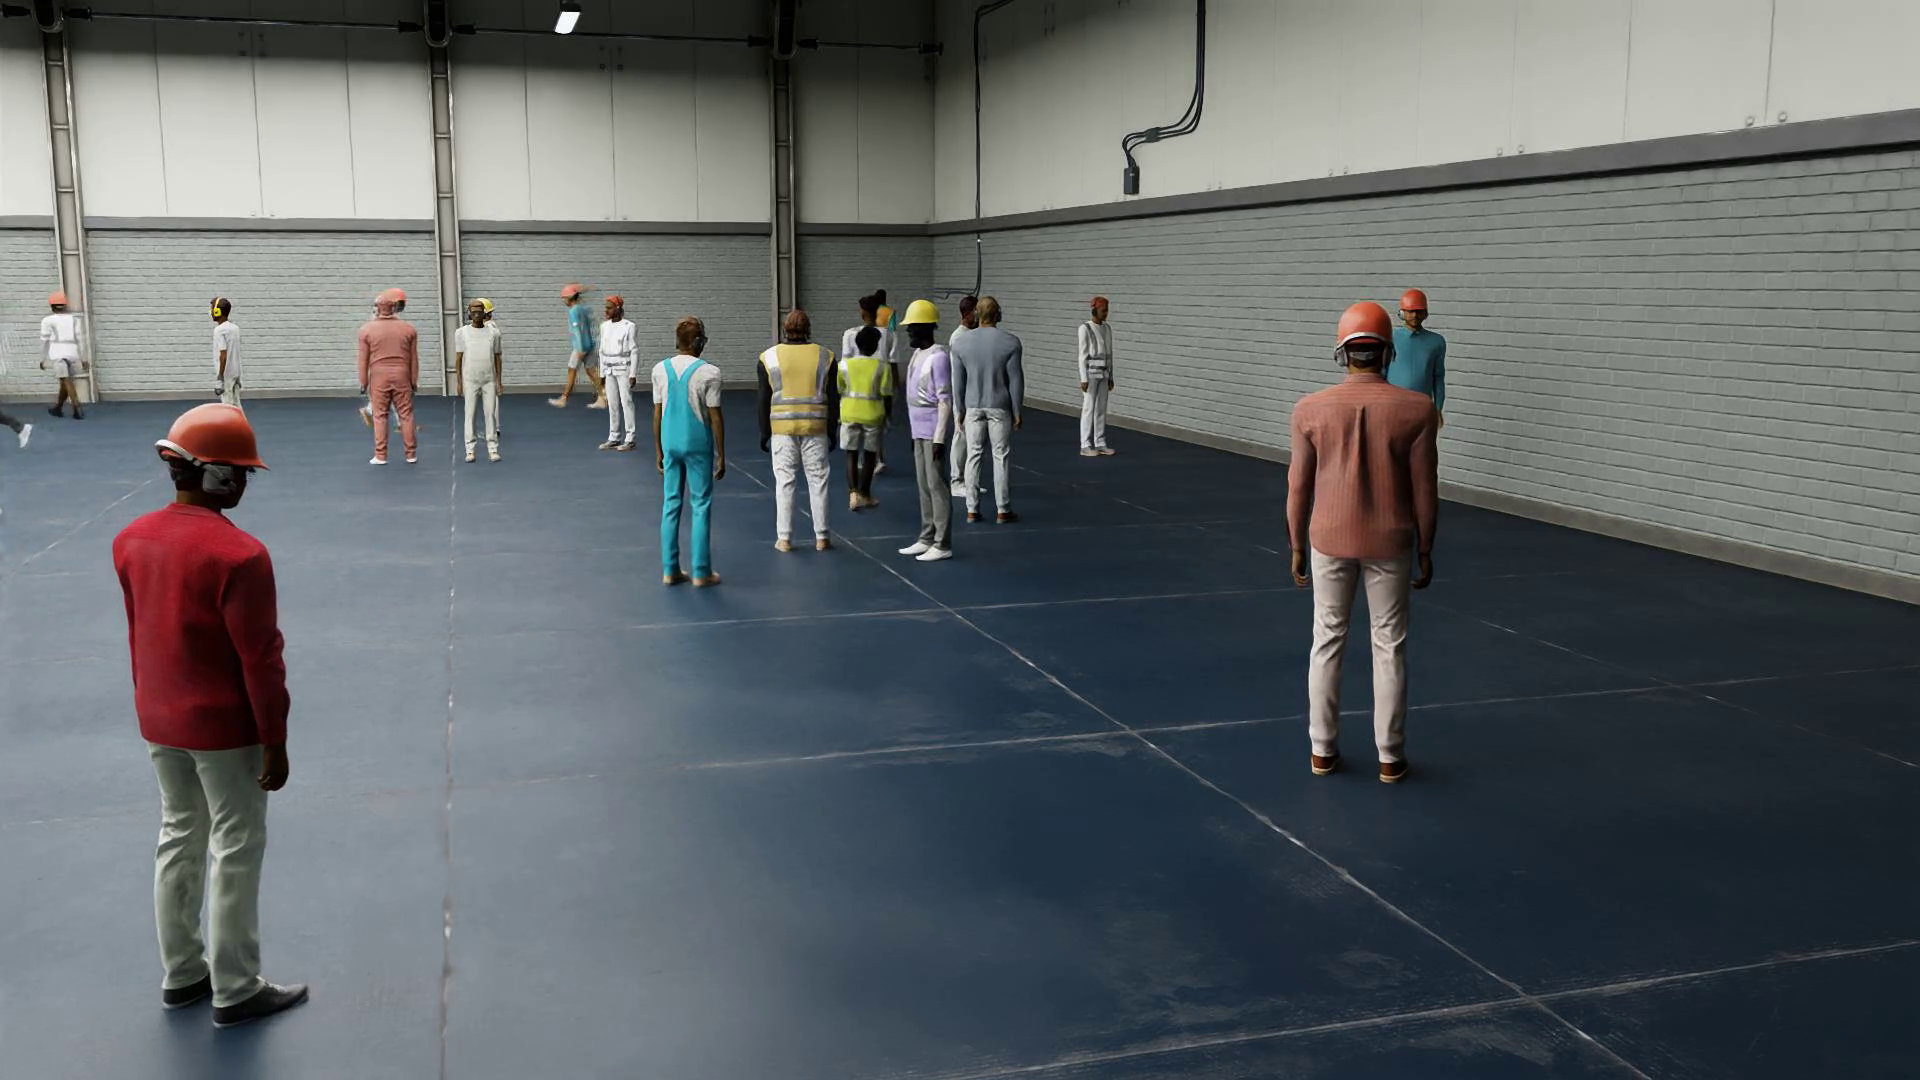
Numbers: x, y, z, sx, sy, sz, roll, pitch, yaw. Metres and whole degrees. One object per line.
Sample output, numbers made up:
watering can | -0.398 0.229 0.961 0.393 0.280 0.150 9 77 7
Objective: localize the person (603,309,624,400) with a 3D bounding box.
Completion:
person | -5.982 -3.211 28.688 0.431 1.595 0.516 -5 10 -29

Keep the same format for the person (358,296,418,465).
person | -6.441 -1.794 18.755 0.657 1.895 0.411 -5 10 -29

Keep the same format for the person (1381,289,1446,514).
person | 3.826 -1.133 14.181 0.608 1.995 0.377 0 9 2

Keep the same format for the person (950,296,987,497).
person | 0.055 -1.375 15.971 0.374 1.916 0.596 2 9 14

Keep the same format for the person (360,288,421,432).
person | -7.743 -2.425 22.522 0.682 1.970 0.628 -3 9 -18

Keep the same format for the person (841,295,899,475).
person | -0.934 -1.660 17.803 0.602 1.924 0.982 -4 10 -26

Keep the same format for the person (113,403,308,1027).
person | -2.075 0.488 4.660 0.574 1.738 0.353 5 10 27

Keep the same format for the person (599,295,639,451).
person | -4.151 -2.019 20.198 0.585 1.878 0.337 6 11 33

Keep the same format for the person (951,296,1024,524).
person | 0.243 -1.102 14.162 0.632 1.940 0.372 2 9 15

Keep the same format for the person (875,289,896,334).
person | -1.381 -3.355 28.649 0.587 1.910 0.396 3 9 20

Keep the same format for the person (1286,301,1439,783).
person | 1.666 0.013 6.914 0.617 1.990 0.399 3 10 20

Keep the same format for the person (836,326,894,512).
person | -0.879 -1.074 14.888 0.592 1.665 0.579 1 9 7

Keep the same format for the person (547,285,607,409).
person | -6.149 -3.075 26.663 0.982 1.972 0.630 1 9 8

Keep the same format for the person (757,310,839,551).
person | -1.237 -0.828 12.726 0.623 1.844 0.430 -1 9 -9

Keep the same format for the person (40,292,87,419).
person | -13.391 -2.742 24.819 1.052 1.887 0.562 6 11 33

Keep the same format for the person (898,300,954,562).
person | -0.246 -0.803 12.293 0.388 1.926 0.590 -3 9 -20

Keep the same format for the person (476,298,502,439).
person | -6.203 -2.244 21.783 0.404 1.830 0.599 -2 9 -14

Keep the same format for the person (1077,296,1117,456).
person | 1.610 -1.922 19.600 0.372 1.879 0.581 8 12 42

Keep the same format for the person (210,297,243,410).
person | -8.517 -1.878 19.336 0.311 1.869 0.530 0 9 0

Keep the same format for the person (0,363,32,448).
person | -11.530 -1.959 19.748 0.730 1.896 0.594 -7 11 -36

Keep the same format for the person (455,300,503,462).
person | -5.471 -1.805 18.943 0.513 1.845 0.335 -4 10 -23

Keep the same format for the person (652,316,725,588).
person | -1.819 -0.585 11.205 0.517 1.835 0.349 3 9 16
